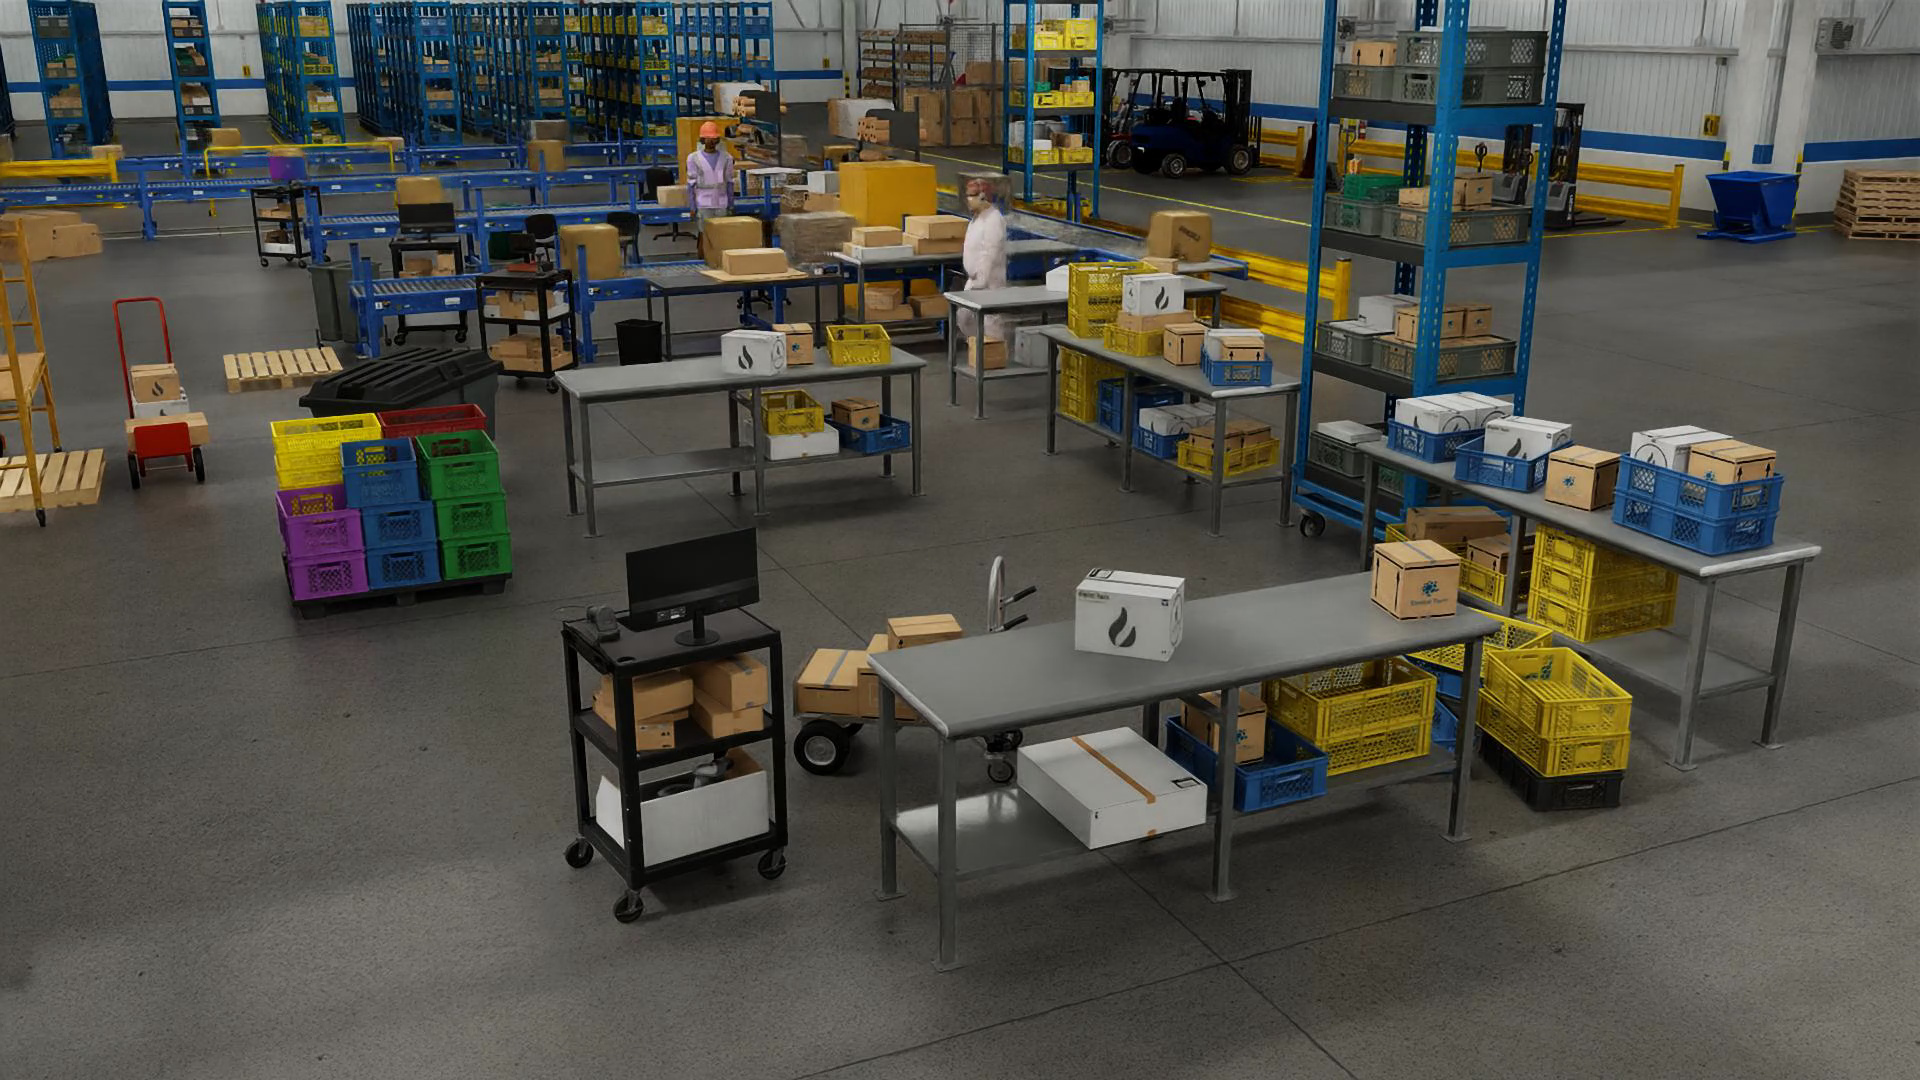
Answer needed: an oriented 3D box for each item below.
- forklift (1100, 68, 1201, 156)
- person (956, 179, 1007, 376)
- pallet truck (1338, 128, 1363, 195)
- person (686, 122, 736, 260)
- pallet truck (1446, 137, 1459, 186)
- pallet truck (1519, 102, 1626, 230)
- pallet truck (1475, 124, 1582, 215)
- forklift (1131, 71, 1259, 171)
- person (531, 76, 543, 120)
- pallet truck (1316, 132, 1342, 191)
[{"bbox_3d":[4.082,-9.564,37.410,2.680,1.987,1.157,-8,19,-23],"label":"forklift"},{"bbox_3d":[0.197,-2.418,15.579,0.526,1.884,0.641,-6,19,-19],"label":"person"},{"bbox_3d":[7.845,-7.140,31.411,1.522,1.261,0.704,-9,20,-25],"label":"pallet truck"},{"bbox_3d":[-3.136,-4.253,21.091,0.615,2.042,0.372,-8,19,-25],"label":"person"},{"bbox_3d":[9.184,-6.485,29.328,1.630,1.274,0.653,-8,19,-23],"label":"pallet truck"},{"bbox_3d":[9.972,-6.037,26.785,1.885,1.965,0.823,-9,20,-25],"label":"pallet truck"},{"bbox_3d":[9.707,-6.455,28.103,1.885,1.965,0.823,-7,19,-20],"label":"pallet truck"},{"bbox_3d":[4.998,-8.936,35.413,2.680,1.987,1.157,-9,20,-25],"label":"forklift"},{"bbox_3d":[-11.685,-12.070,46.036,0.374,1.843,0.575,-7,19,-22],"label":"person"},{"bbox_3d":[7.723,-7.504,32.656,1.601,1.201,0.680,-8,19,-23],"label":"pallet truck"}]
